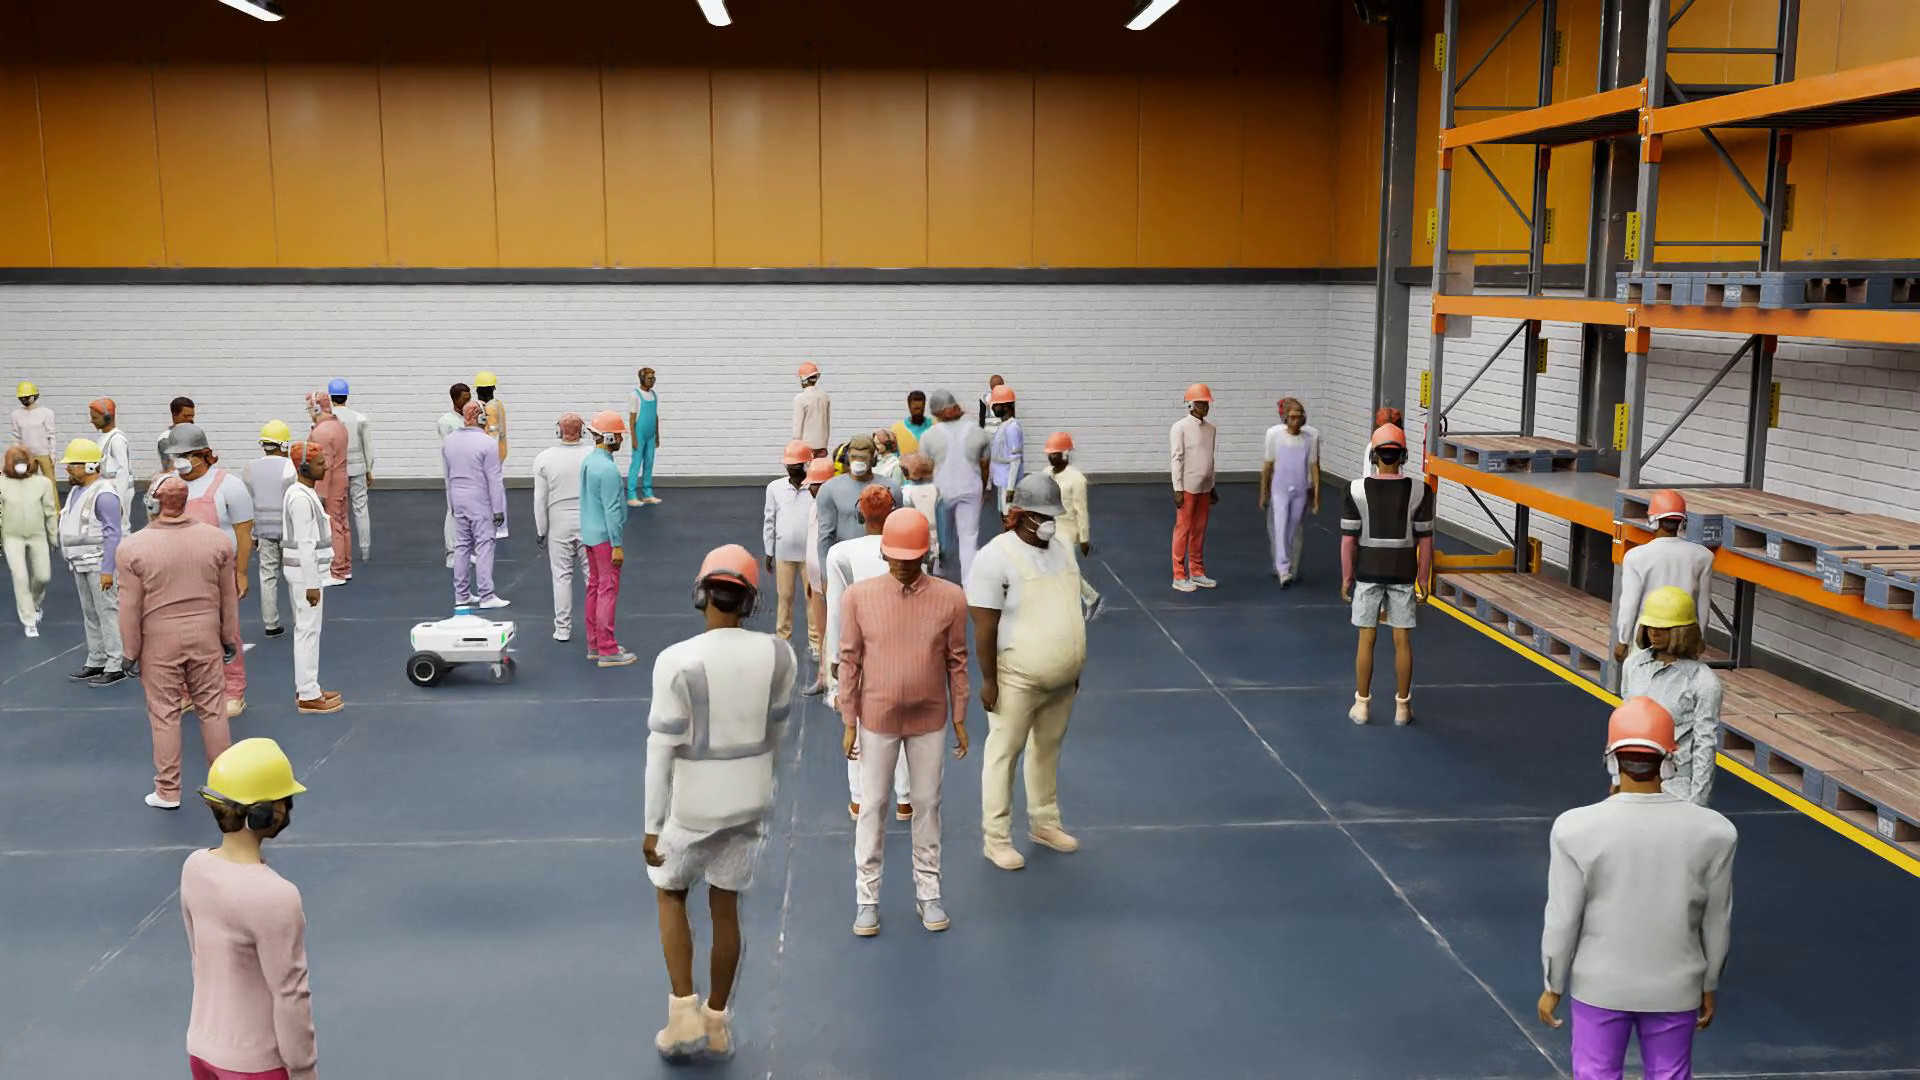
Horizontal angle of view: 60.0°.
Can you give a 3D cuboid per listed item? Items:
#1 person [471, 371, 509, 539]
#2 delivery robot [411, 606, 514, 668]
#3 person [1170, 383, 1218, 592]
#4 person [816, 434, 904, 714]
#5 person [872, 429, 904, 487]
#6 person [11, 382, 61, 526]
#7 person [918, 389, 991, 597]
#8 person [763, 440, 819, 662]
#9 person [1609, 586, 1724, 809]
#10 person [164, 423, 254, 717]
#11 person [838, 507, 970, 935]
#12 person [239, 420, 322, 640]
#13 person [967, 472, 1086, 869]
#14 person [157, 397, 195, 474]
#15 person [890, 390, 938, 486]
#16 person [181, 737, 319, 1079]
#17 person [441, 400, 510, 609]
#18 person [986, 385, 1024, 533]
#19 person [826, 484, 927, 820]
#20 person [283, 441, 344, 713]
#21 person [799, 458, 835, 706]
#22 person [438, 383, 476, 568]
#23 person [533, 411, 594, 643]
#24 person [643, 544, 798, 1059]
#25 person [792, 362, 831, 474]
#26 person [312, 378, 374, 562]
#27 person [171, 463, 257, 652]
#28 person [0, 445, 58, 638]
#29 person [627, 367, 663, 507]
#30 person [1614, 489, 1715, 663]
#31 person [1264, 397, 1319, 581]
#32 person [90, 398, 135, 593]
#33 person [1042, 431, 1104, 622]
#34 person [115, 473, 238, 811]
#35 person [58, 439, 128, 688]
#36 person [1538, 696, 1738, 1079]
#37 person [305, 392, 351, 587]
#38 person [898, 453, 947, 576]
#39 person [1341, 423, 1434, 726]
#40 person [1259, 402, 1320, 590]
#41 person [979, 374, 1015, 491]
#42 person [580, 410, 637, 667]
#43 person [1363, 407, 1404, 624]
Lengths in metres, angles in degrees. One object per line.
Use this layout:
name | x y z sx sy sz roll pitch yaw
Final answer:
person | -5.392 -0.970 19.104 0.378 1.925 0.594 -2 9 -12
delivery robot | -3.697 0.738 12.384 0.707 0.478 0.477 -1 9 -3
person | 2.262 -0.513 16.014 0.612 1.997 0.375 -9 13 -44
person | -0.680 0.231 11.531 0.630 1.938 0.372 -3 10 -20
person | -0.651 -0.204 15.235 0.318 1.630 0.513 -5 10 -28
person | -11.082 -1.014 19.923 0.524 1.762 0.342 0 9 -3
person | -0.064 -0.459 15.541 0.694 2.000 1.054 -1 9 -9
person | -1.263 0.087 13.013 0.563 1.750 0.319 1 9 4
person | 2.968 1.047 7.054 0.346 1.738 0.485 -5 10 -27
person | -5.198 0.212 11.329 0.688 2.000 0.536 0 9 1
person | -0.254 0.827 7.641 0.610 1.984 0.400 -1 9 -8
person | -5.622 -0.078 13.798 0.590 1.833 0.404 1 9 5
person | 0.397 0.653 8.560 0.688 2.000 0.536 -8 12 -41
person | -7.184 -0.353 15.356 0.398 1.889 0.590 -1 9 -3
person | -0.419 -0.574 16.724 0.617 1.893 0.661 -1 9 -8
person | -1.956 1.418 4.650 0.522 1.759 0.350 7 11 36
person | -4.392 -0.322 15.143 0.649 1.900 0.398 5 10 28
person | 0.444 -0.586 16.672 0.377 1.932 0.552 -1 9 -9
person | -0.446 0.626 9.221 0.572 1.885 0.356 0 9 3
person | -4.515 0.254 11.551 0.337 1.882 0.584 -4 10 -22
person | -0.940 0.288 11.754 0.335 1.747 0.572 -6 11 -34
person | -5.196 -0.671 17.261 0.372 1.914 0.596 2 9 10
person | -3.184 -0.110 13.757 0.652 1.910 0.403 -3 9 -15
person | -0.949 1.015 6.451 0.669 1.994 0.445 -6 11 -34
person | -1.806 -1.153 20.093 0.403 1.987 0.608 6 11 35
person | -6.465 -0.718 17.457 0.603 1.949 0.389 -6 11 -33
person | -5.966 0.176 12.988 0.823 1.588 0.490 2 9 14
person | -7.895 -0.006 14.028 0.506 1.621 0.547 -7 12 -38
person | -4.138 -1.352 21.832 0.371 1.833 0.520 6 11 32
person | 4.208 0.567 9.990 0.560 1.753 0.328 -1 9 -3
person | 3.263 -0.507 16.525 0.622 1.812 0.567 -2 9 -13
person | -7.938 -0.390 15.590 0.356 1.887 0.572 -7 12 -38
person | 0.922 -0.086 14.197 0.789 1.727 0.542 -5 10 -28
person | -4.449 0.572 9.470 0.651 1.913 0.410 -9 13 -44
person | -6.405 0.165 12.274 0.590 1.833 0.403 7 12 38
person | 2.068 1.345 5.134 0.561 1.745 0.339 1 9 5
person | -6.178 -0.496 16.219 0.401 1.902 0.641 -1 9 -4
person | -0.353 0.119 13.219 0.533 1.622 0.412 -8 12 -41
person | 2.857 0.236 11.184 0.607 2.040 0.378 2 9 11
person | 3.218 -0.435 16.155 0.551 1.790 0.970 0 9 -2
person | 0.523 -1.503 23.354 0.511 1.639 0.308 0 9 0
person | -2.741 -0.016 12.933 0.407 1.987 0.614 -5 10 -29
person | 3.671 -0.216 14.501 0.337 1.882 0.585 0 9 0
